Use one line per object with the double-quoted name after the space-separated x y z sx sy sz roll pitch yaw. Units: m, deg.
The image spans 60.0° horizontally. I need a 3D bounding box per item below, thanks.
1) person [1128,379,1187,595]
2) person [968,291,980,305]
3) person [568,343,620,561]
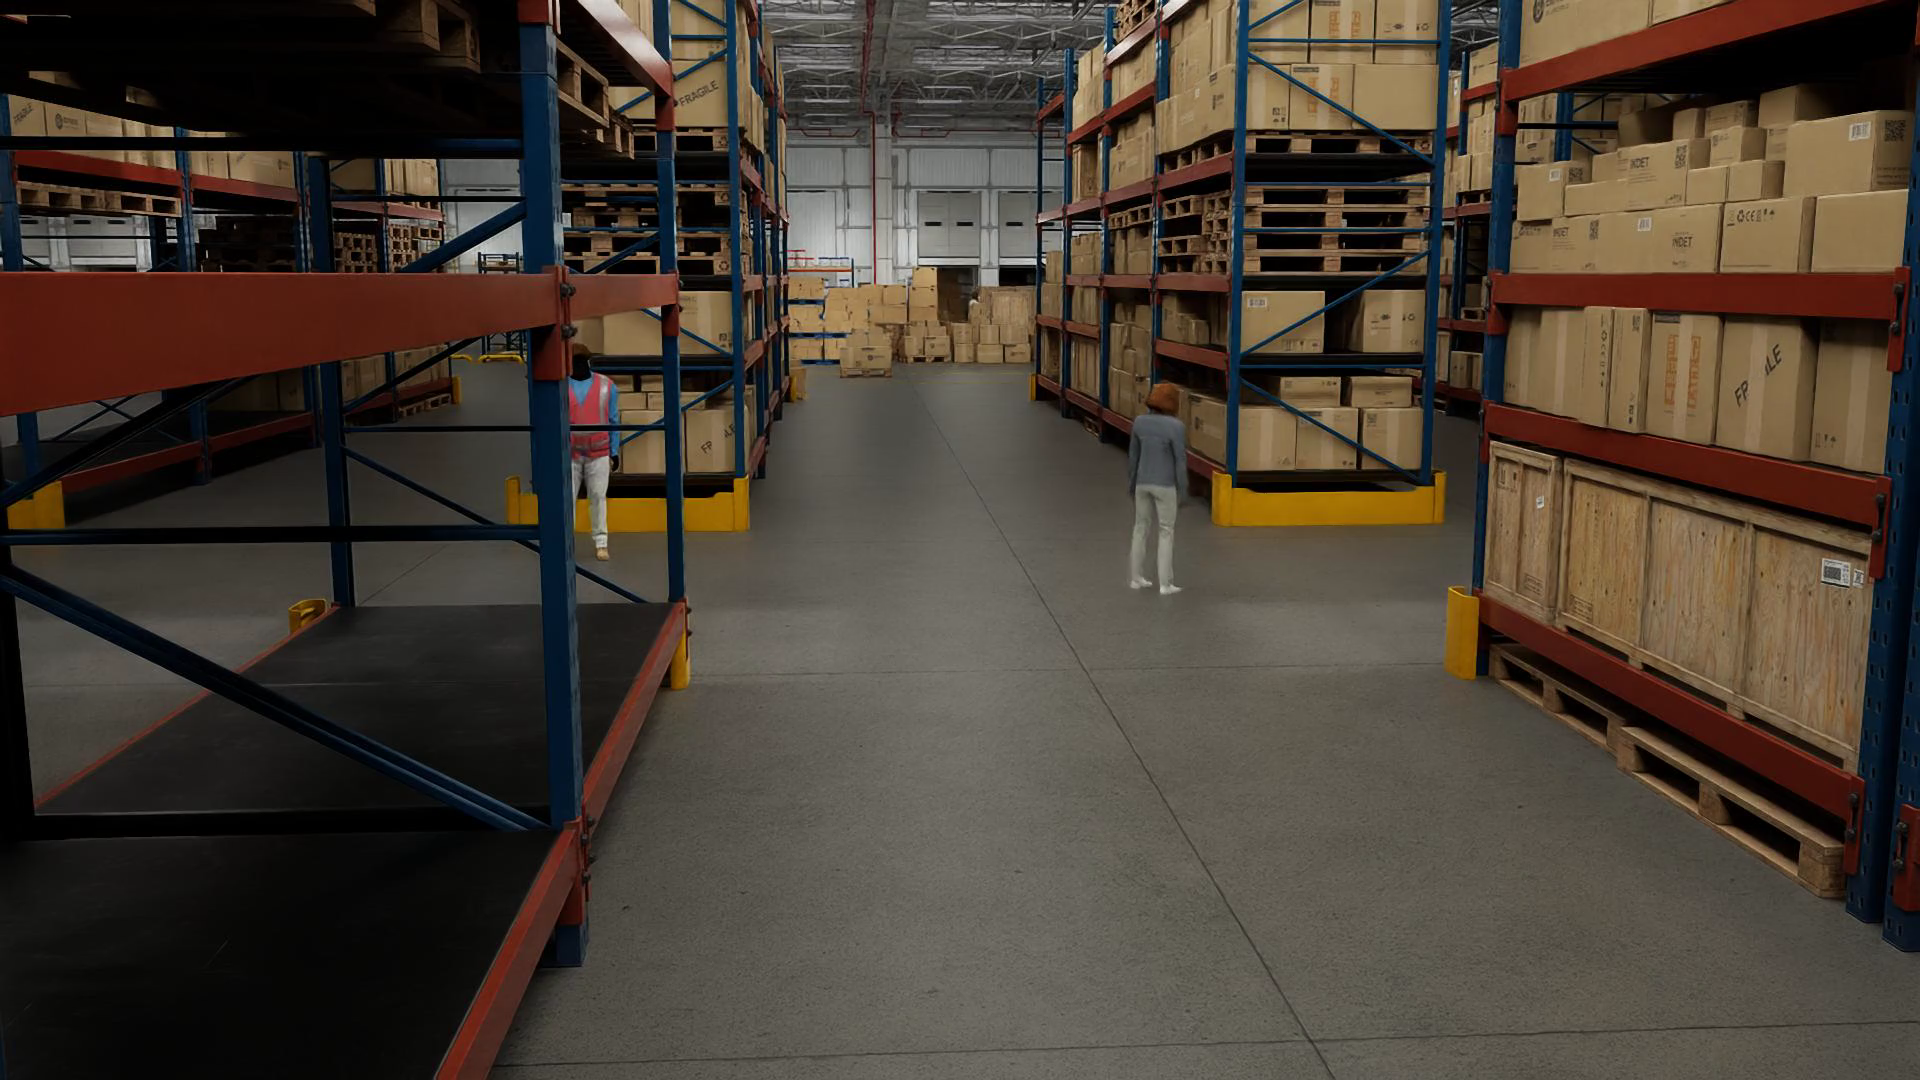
1.493 -0.404 12.579 0.510 1.631 0.270 8 12 42 "person"
0.451 -6.504 49.915 0.372 1.940 0.627 -4 10 -22 "person"
-3.163 -0.727 13.949 0.625 1.843 0.430 -2 9 -13 "person"
